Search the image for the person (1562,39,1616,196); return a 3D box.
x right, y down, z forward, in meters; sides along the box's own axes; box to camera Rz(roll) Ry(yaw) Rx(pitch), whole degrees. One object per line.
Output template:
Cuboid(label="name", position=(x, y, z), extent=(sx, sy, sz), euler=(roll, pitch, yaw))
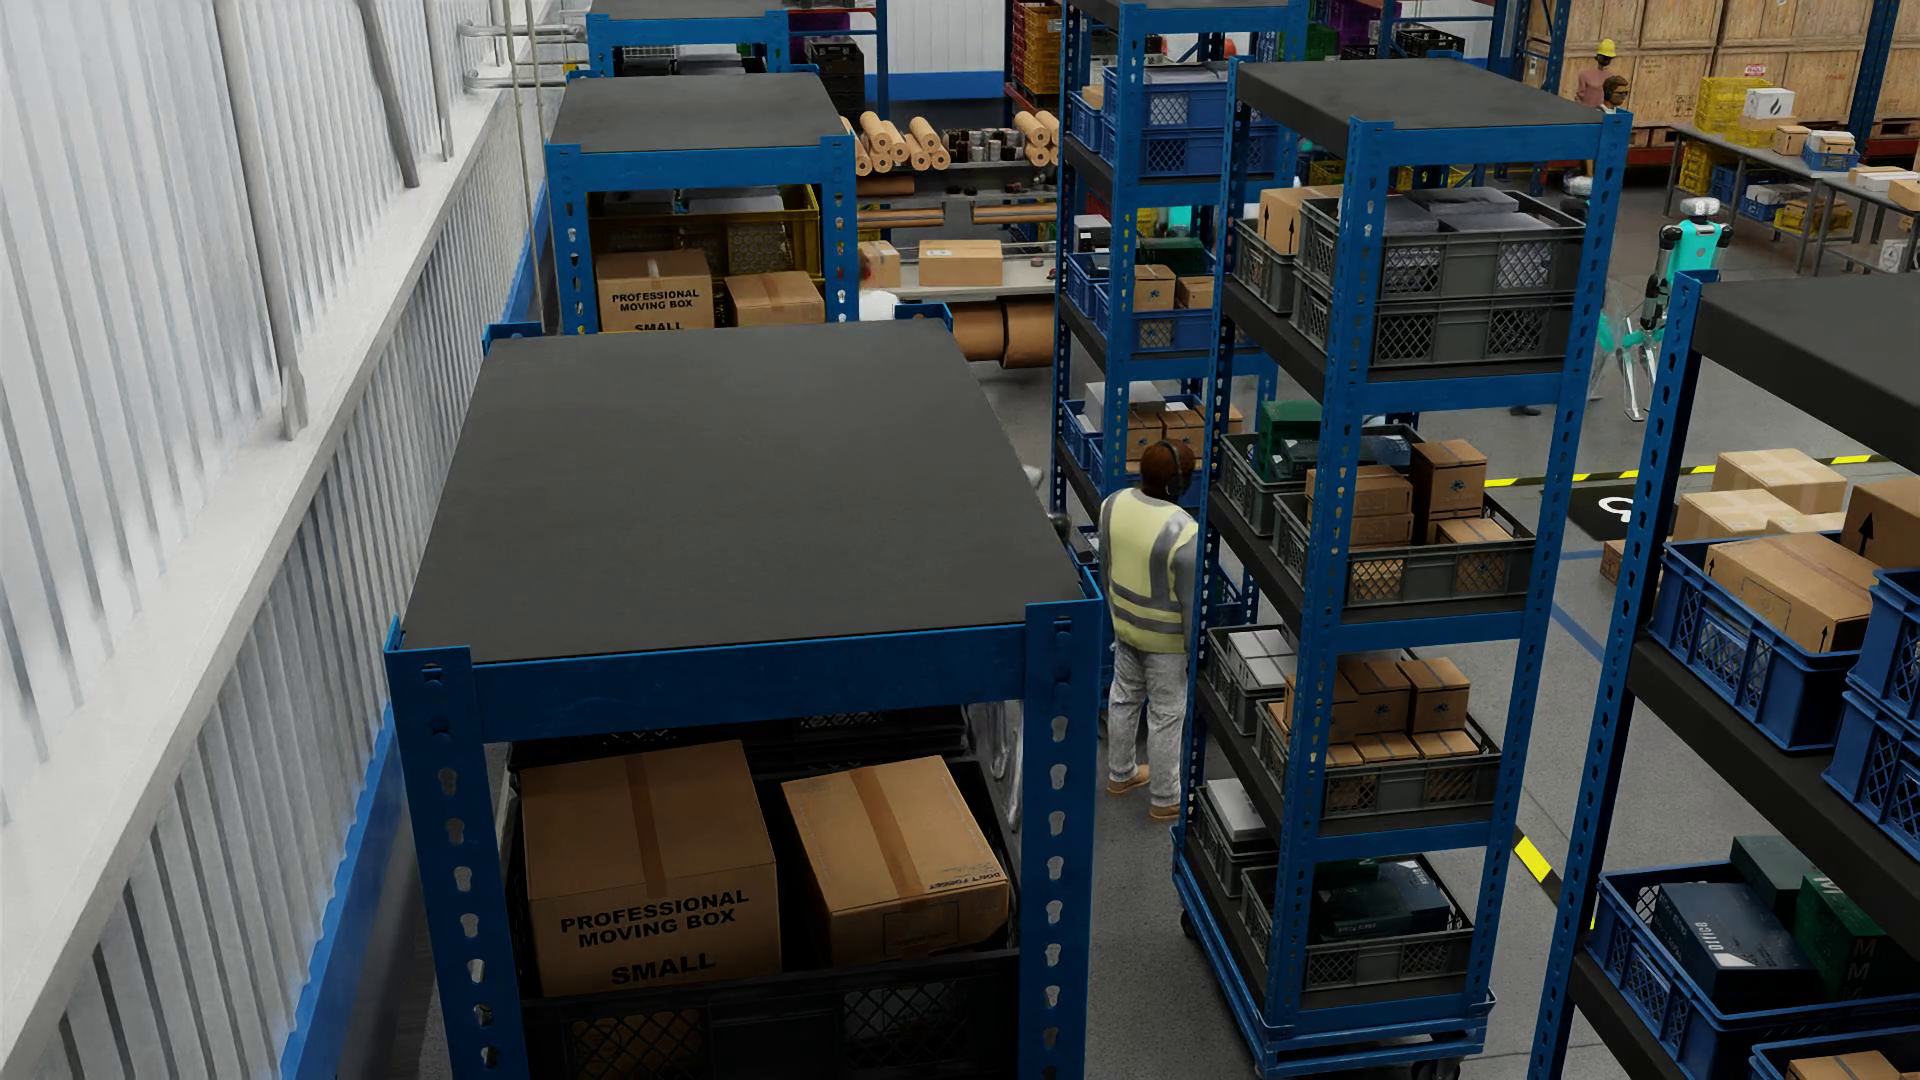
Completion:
Cuboid(label="person", position=(7.215, -4.813, 18.979), extent=(0.522, 1.761, 0.337), euler=(-6, 25, -12))

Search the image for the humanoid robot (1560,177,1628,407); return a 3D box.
Cuboid(label="humanoid robot", position=(4.866, -1.834, 12.582), extent=(0.798, 1.813, 0.555), euler=(-1, 25, -2))

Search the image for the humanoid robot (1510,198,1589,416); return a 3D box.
Cuboid(label="humanoid robot", position=(4.484, -1.721, 12.399), extent=(0.652, 1.641, 0.612), euler=(-4, 25, -9))

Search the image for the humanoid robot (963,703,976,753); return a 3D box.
Cuboid(label="humanoid robot", position=(-0.086, 0.272, 8.028), extent=(0.596, 1.632, 0.429), euler=(-3, 25, -7))

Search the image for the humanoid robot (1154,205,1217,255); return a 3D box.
Cuboid(label="humanoid robot", position=(1.637, -2.075, 13.124), extent=(0.558, 1.838, 0.895), euler=(15, 29, 29))

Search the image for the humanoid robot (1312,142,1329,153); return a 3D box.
Cuboid(label="humanoid robot", position=(4.235, -4.481, 18.337), extent=(0.853, 1.813, 0.548), euler=(-1, 25, -2))

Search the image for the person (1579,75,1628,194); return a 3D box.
Cuboid(label="person", position=(6.247, -3.615, 16.285), extent=(0.337, 1.839, 0.507), euler=(20, 31, 36))

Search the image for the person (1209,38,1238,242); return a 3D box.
Cuboid(label="person", position=(2.639, -4.112, 17.118), extent=(0.393, 2.042, 0.609), euler=(-4, 25, -8))

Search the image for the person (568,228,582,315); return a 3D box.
Cuboid(label="person", position=(-2.667, -1.838, 12.396), extent=(0.513, 1.857, 0.335), euler=(-15, 29, -30))

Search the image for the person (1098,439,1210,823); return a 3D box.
Cuboid(label="person", position=(0.899, 0.410, 7.526), extent=(0.429, 1.843, 0.626), euler=(-18, 30, -34))

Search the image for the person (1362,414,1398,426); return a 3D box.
Cuboid(label="person", position=(1.890, 0.260, 7.839), extent=(0.587, 1.853, 0.383), euler=(-3, 25, -7))

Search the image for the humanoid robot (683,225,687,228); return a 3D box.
Cuboid(label="humanoid robot", position=(-2.416, -3.107, 15.380), extent=(0.600, 1.641, 0.537), euler=(-4, 25, -9))

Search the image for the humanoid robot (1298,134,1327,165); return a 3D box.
Cuboid(label="humanoid robot", position=(4.129, -4.733, 18.862), extent=(0.548, 1.822, 0.675), euler=(-23, 33, -40))

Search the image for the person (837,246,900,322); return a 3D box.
Cuboid(label="person", position=(-0.640, -0.978, 10.601), extent=(0.567, 1.789, 0.995), euler=(-4, 25, -8))

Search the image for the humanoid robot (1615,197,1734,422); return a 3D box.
Cuboid(label="humanoid robot", position=(5.108, -1.714, 12.107), extent=(0.533, 1.677, 0.735), euler=(-4, 25, -9))

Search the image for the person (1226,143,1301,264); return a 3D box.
Cuboid(label="person", position=(2.409, -2.335, 13.425), extent=(0.593, 1.905, 0.454), euler=(4, 25, 8))

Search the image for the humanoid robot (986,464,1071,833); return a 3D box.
Cuboid(label="humanoid robot", position=(0.243, 0.401, 7.693), extent=(0.551, 1.781, 0.887), euler=(4, 25, 8))

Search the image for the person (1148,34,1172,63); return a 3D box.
Cuboid(label="person", position=(2.177, -4.630, 18.422), extent=(0.985, 1.881, 0.564), euler=(0, 25, 0))
